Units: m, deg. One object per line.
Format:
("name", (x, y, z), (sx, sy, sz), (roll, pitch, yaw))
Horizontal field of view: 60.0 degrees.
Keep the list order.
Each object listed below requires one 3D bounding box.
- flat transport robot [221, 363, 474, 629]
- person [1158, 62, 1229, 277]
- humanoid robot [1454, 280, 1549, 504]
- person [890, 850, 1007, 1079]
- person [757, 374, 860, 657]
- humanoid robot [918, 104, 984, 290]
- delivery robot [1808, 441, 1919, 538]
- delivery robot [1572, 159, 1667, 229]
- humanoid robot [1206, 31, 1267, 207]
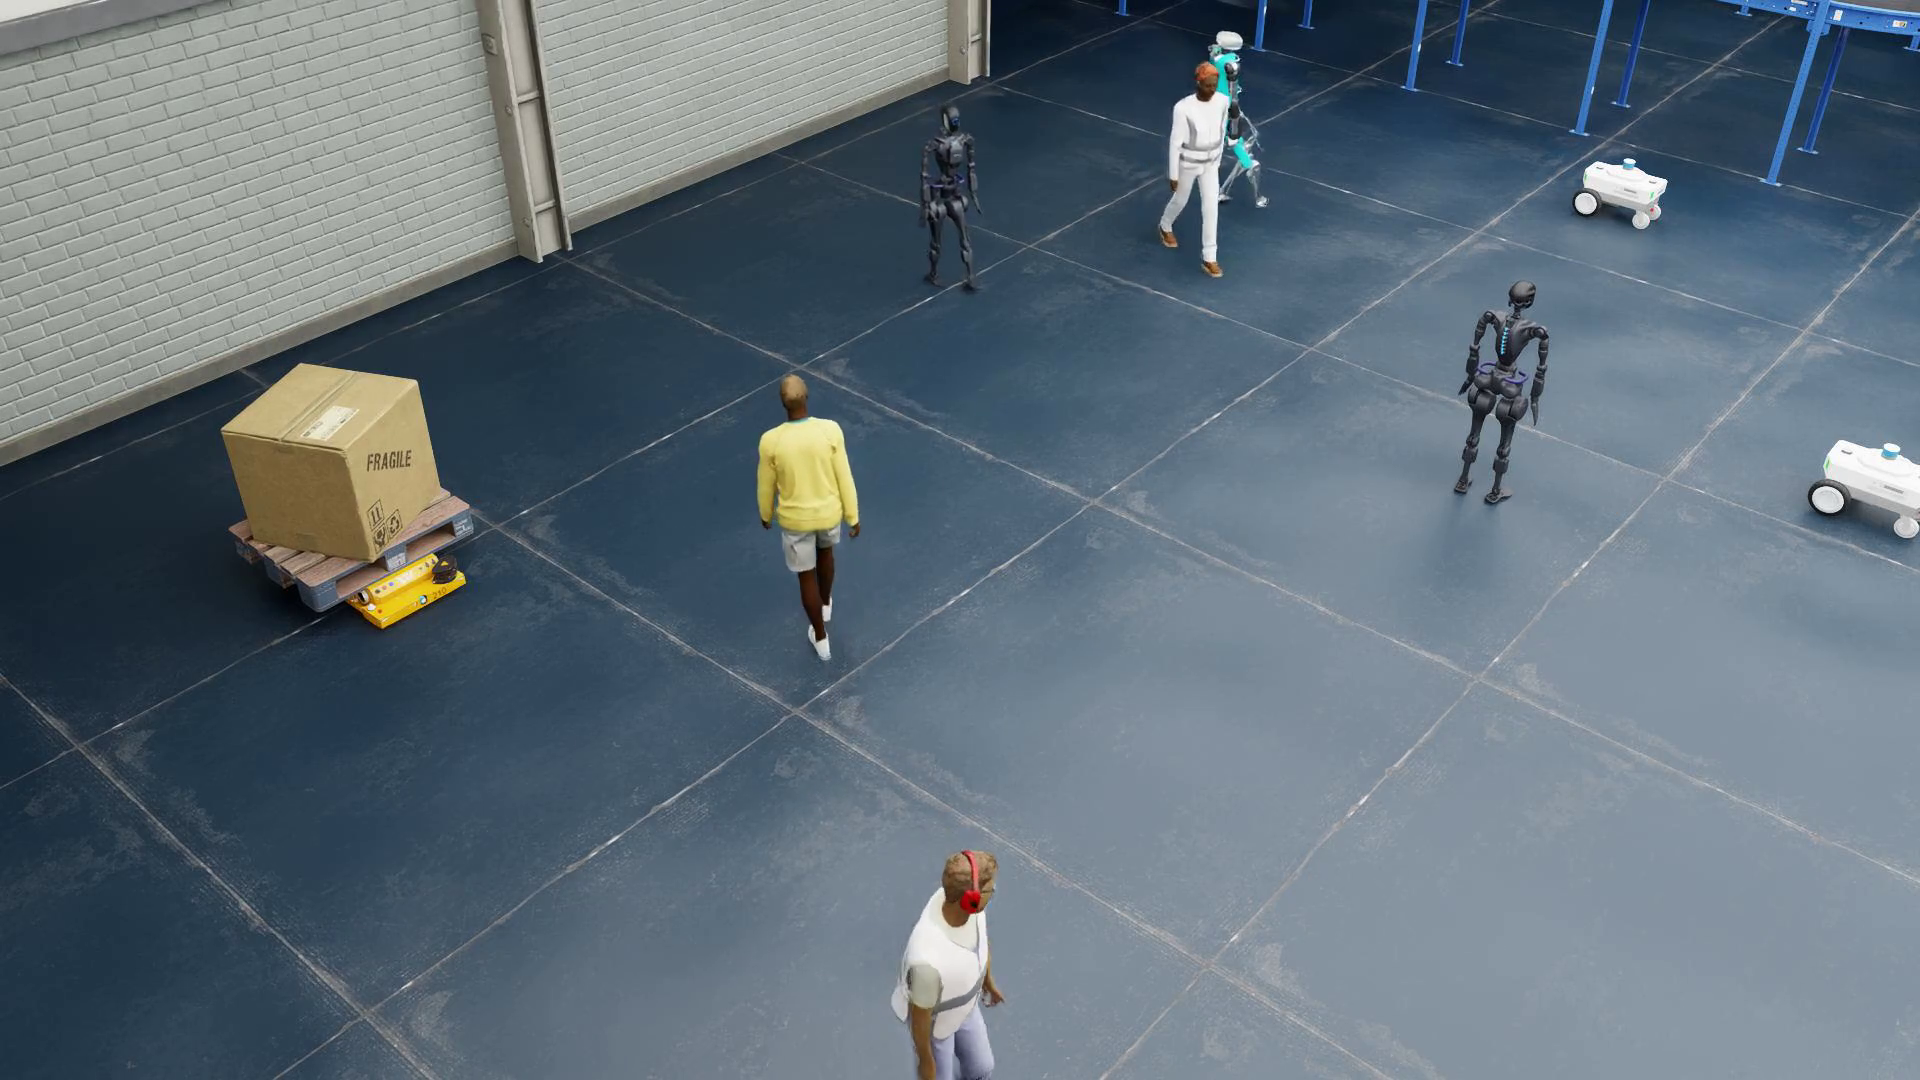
("flat transport robot", (-4.050, 0.102, 11.245), (1.431, 0.231, 0.659), (27, 43, 32))
("person", (2.076, -3.335, 14.718), (0.588, 1.842, 0.970), (-14, 38, -19))
("humanoid robot", (3.777, -1.053, 11.640), (0.599, 1.657, 0.315), (27, 43, 32))
("person", (-0.055, 2.047, 7.198), (0.468, 1.809, 0.576), (14, 38, 19))
("person", (-0.959, -0.198, 10.277), (0.568, 1.873, 0.722), (-10, 37, -14))
("humanoid robot", (-0.070, -2.899, 14.251), (0.599, 1.640, 0.649), (-20, 40, -26))
("delivery robot", (6.460, -0.411, 11.694), (0.739, 0.566, 0.499), (27, 43, 32))
("delivery robot", (6.294, -3.334, 15.798), (0.739, 0.566, 0.499), (27, 43, 32))
("humanoid robot", (2.678, -3.874, 15.645), (0.844, 1.878, 0.571), (-10, 37, -13))
